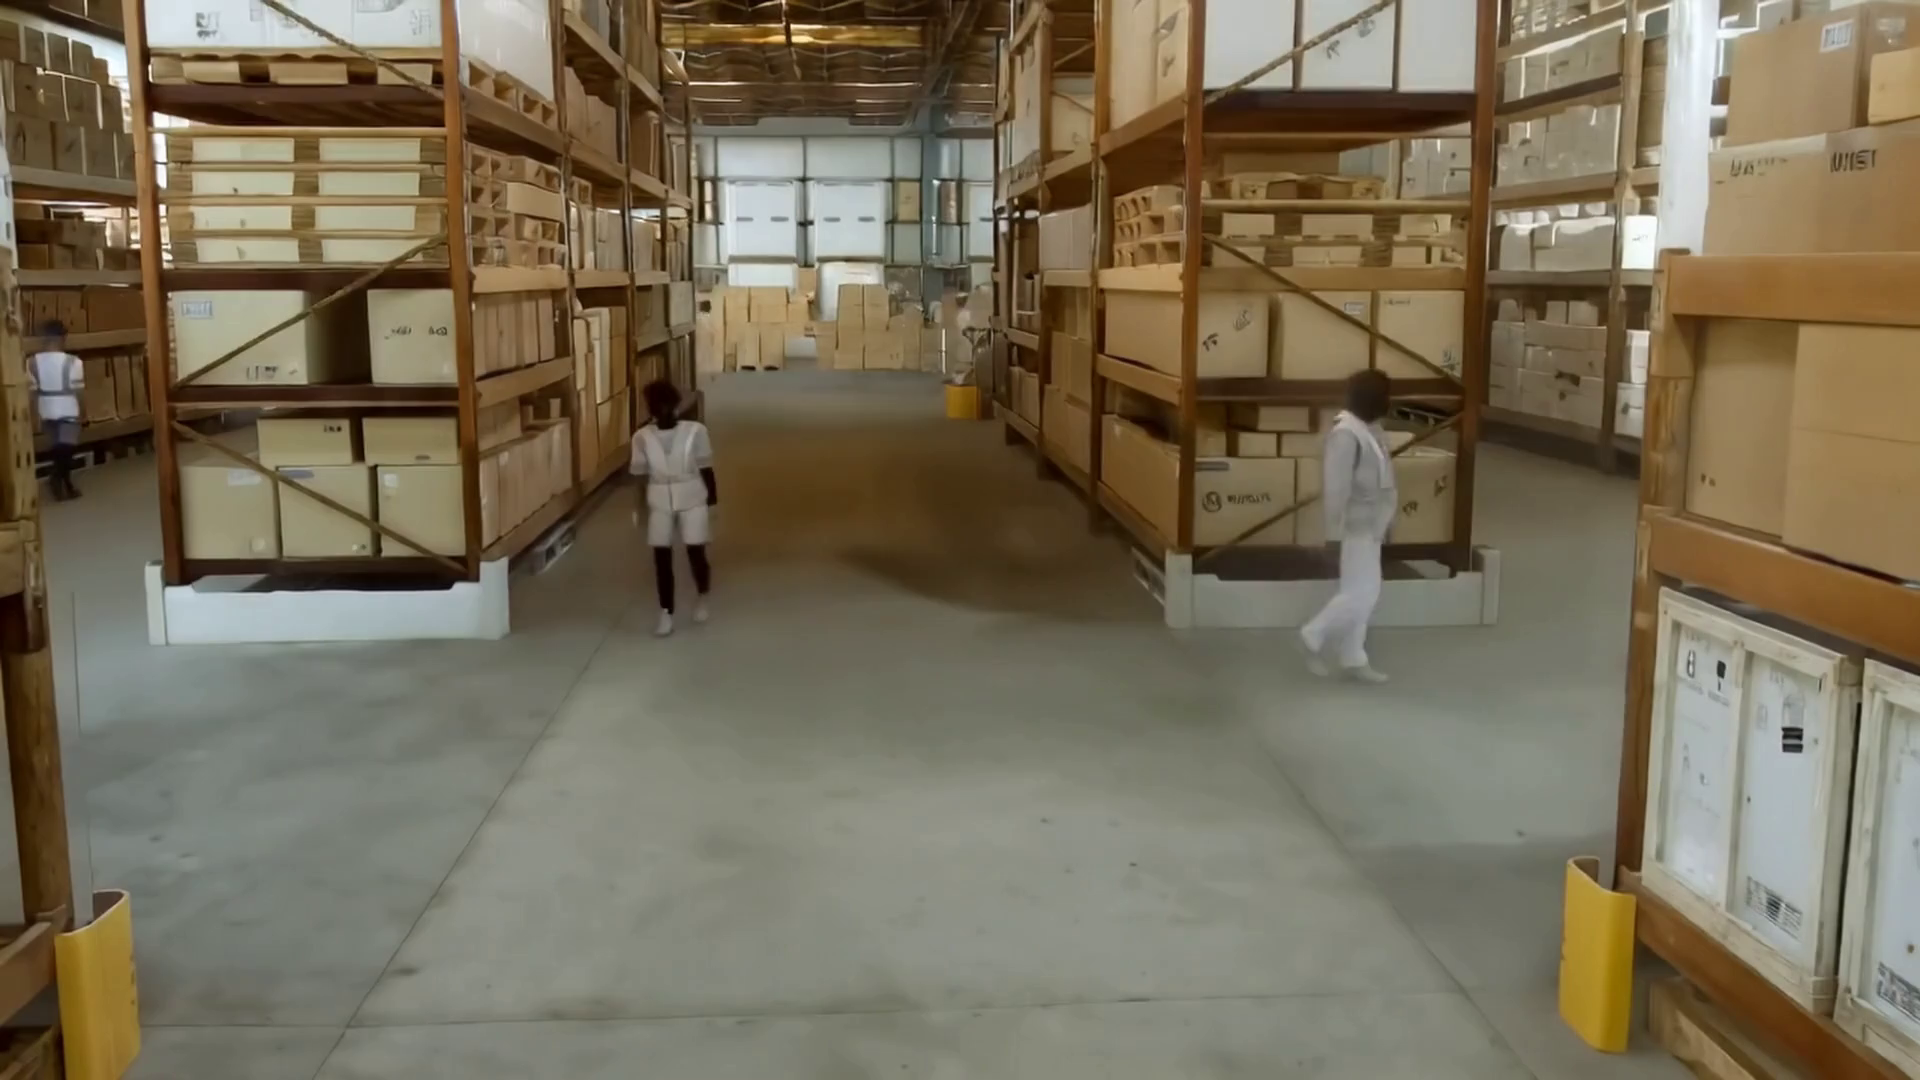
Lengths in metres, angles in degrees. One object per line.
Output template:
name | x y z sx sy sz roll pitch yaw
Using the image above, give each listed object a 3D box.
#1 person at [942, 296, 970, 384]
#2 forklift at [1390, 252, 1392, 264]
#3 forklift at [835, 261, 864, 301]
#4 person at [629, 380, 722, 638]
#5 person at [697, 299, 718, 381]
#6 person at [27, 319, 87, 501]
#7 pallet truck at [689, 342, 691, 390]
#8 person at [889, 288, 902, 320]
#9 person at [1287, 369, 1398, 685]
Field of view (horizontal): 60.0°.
person | 0.114 -4.293 35.847 0.931 1.913 0.630 -2 9 -11
forklift | 8.545 -4.615 34.810 1.129 2.768 1.873 -1 9 -4
forklift | -3.568 -7.636 53.777 1.129 2.768 1.873 -1 9 -5
person | -1.860 -0.212 10.904 0.590 1.682 0.591 1 9 9
person | -5.627 -4.447 37.028 0.436 1.832 0.648 1 9 6
person | -9.347 -1.325 17.206 0.550 1.913 0.761 -1 9 -4
pallet truck | -5.225 -3.008 27.480 1.885 1.965 0.823 2 9 14
person | -2.305 -7.828 57.976 0.634 1.929 0.381 3 10 20
person | 2.248 -0.066 9.532 0.494 1.831 0.627 5 10 27
